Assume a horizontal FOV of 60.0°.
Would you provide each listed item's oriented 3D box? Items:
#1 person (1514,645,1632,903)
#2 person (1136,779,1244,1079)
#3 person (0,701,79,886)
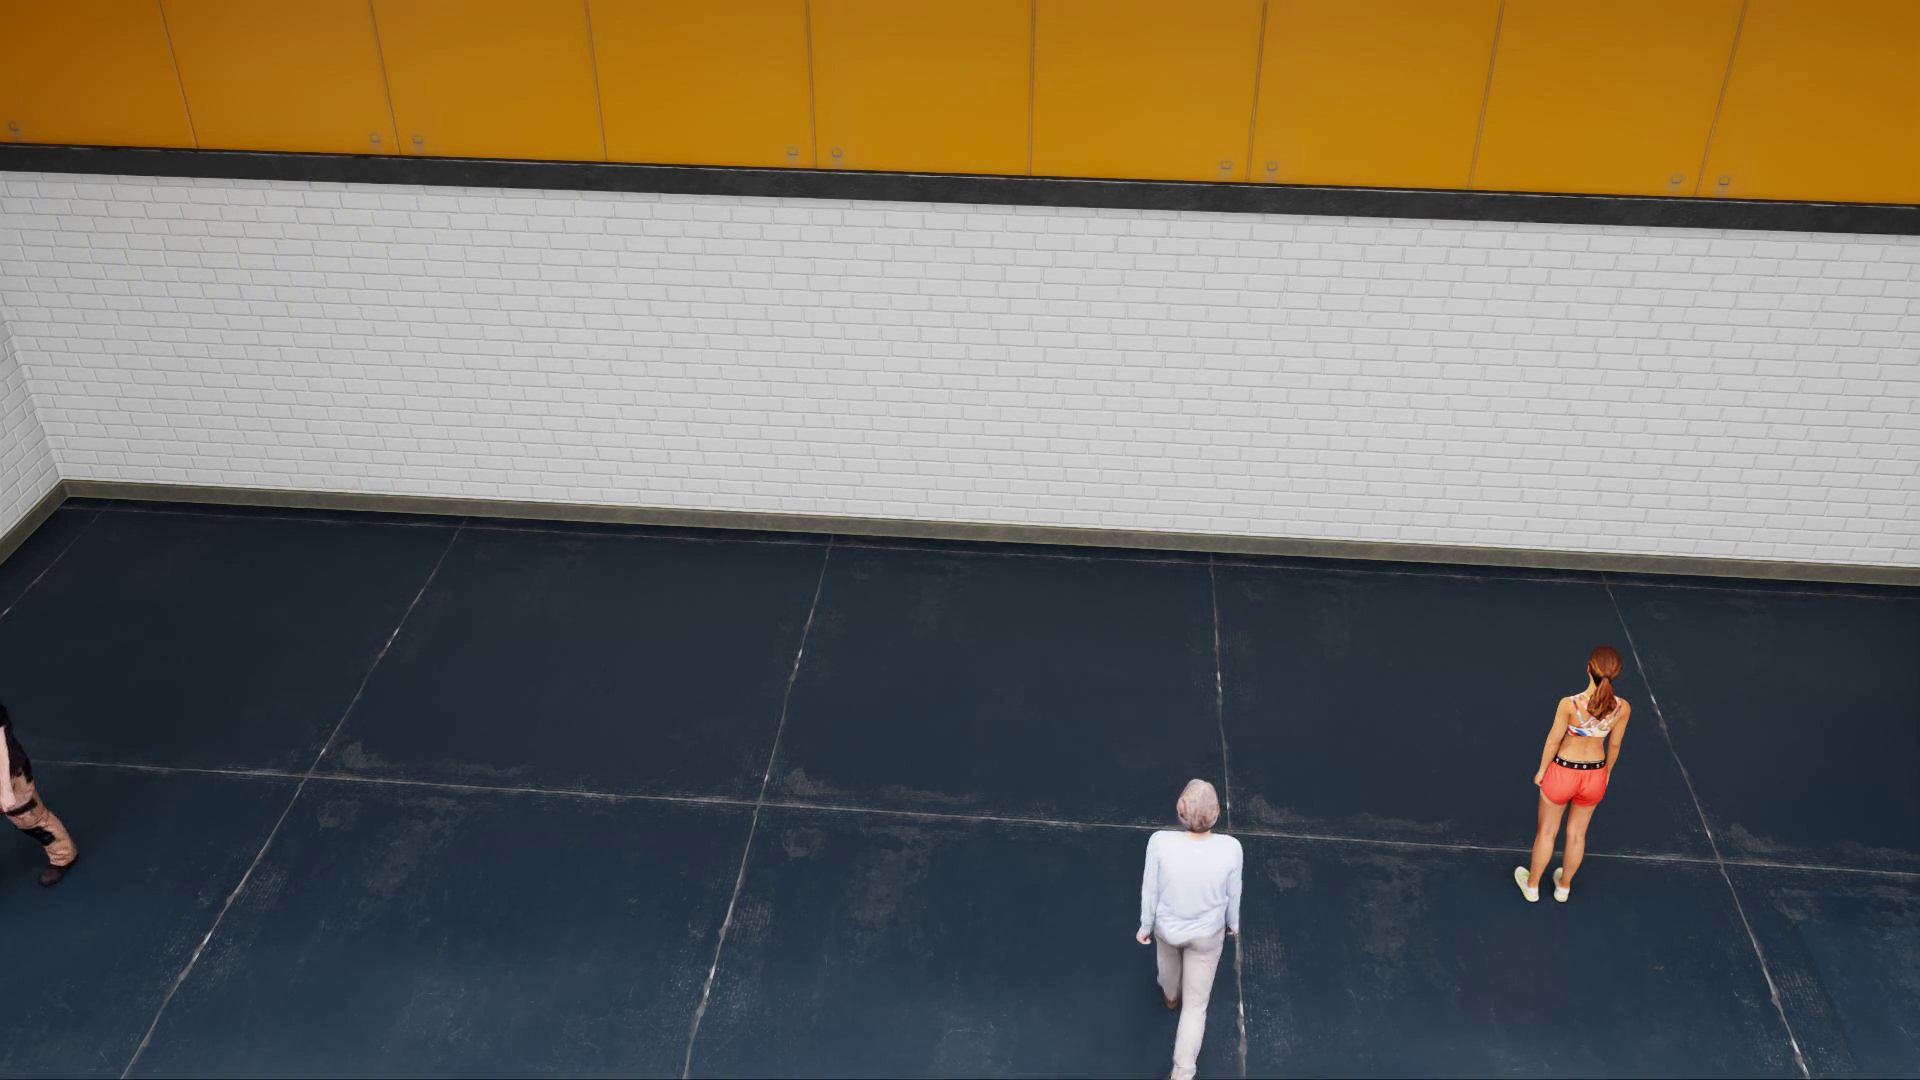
[{"bbox_3d":[3.533,1.369,9.554,0.569,1.788,0.521,2,34,3],"label":"person"},{"bbox_3d":[1.161,2.056,8.466,0.782,1.849,1.285,6,34,9],"label":"person"},{"bbox_3d":[-5.542,1.290,9.651,0.885,1.813,1.084,14,36,20],"label":"person"}]
